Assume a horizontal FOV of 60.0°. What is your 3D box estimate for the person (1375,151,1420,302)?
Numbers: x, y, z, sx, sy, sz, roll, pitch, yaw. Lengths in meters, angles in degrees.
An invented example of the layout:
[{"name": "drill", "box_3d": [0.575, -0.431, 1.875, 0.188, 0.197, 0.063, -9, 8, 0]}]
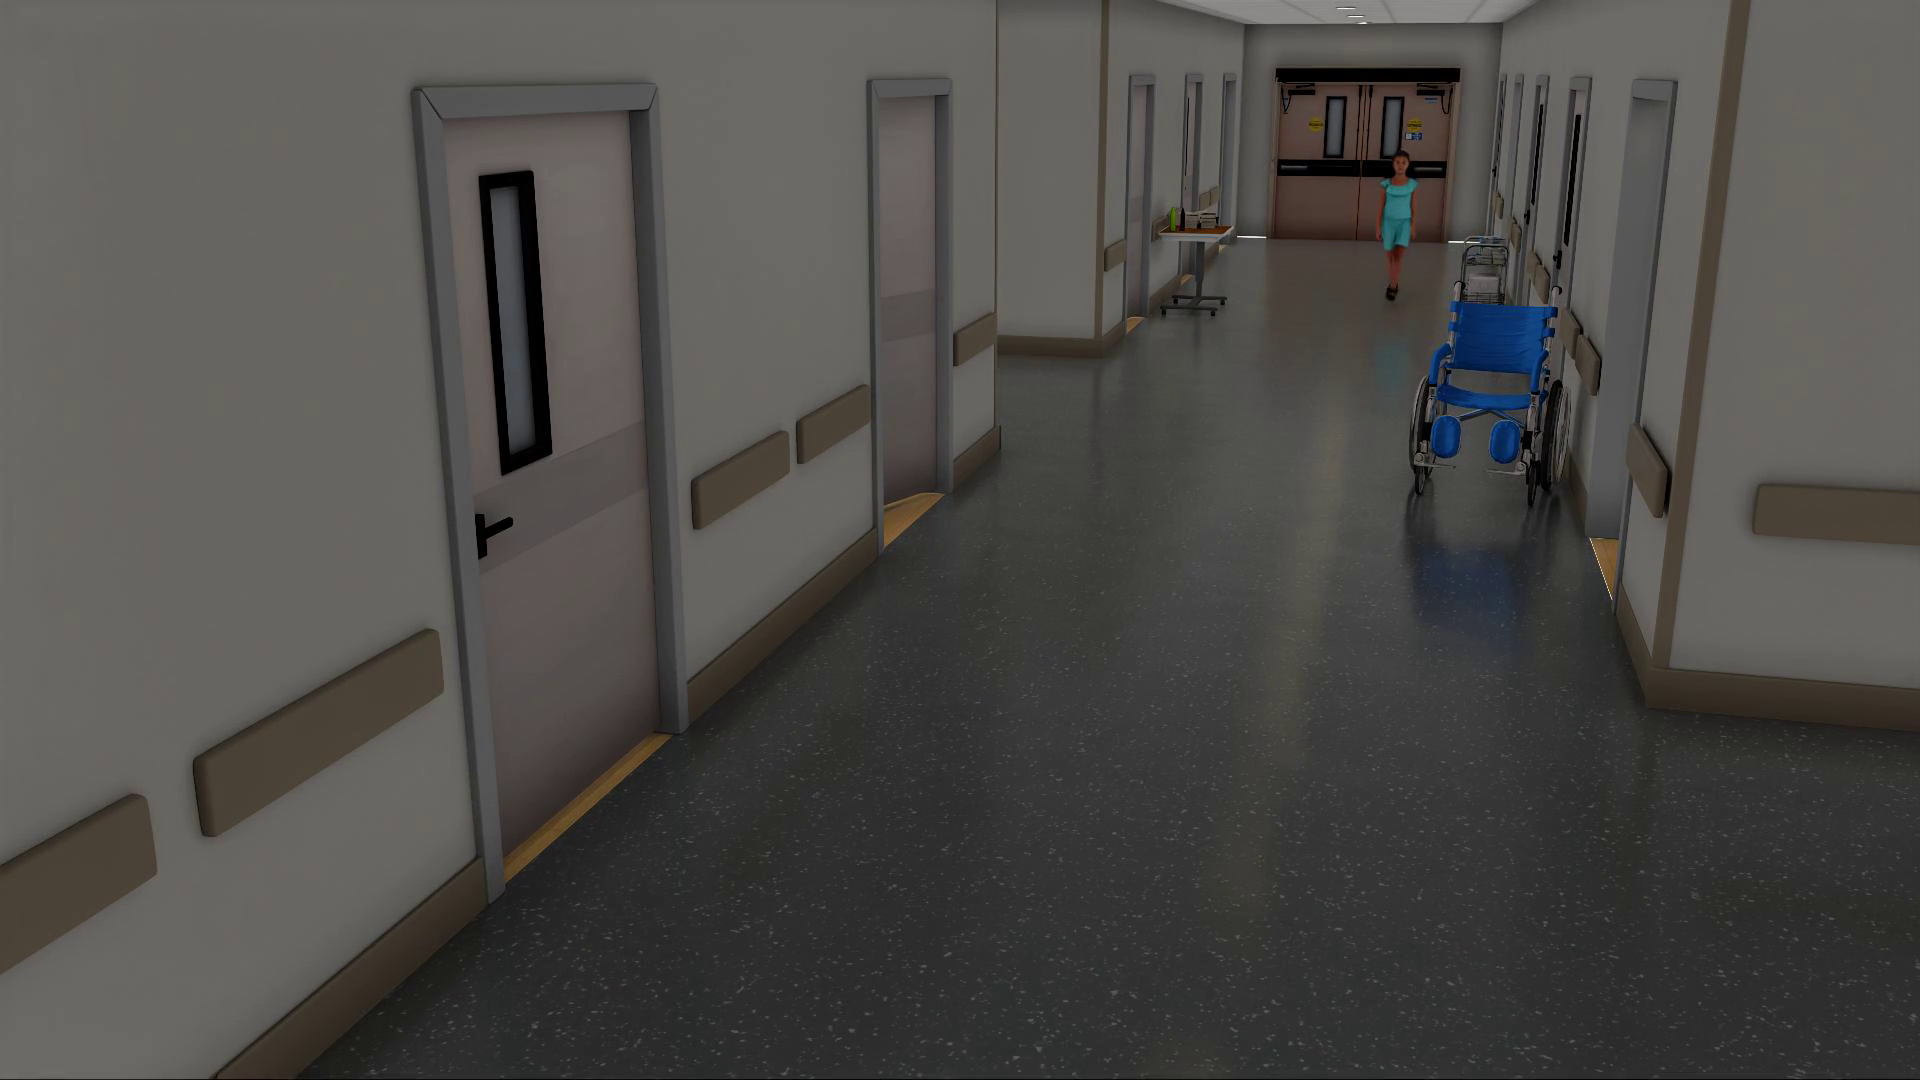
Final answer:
[{"name": "person", "box_3d": [4.581, -3.278, 17.461, 0.603, 1.518, 1.072, 6, 17, 19]}]
